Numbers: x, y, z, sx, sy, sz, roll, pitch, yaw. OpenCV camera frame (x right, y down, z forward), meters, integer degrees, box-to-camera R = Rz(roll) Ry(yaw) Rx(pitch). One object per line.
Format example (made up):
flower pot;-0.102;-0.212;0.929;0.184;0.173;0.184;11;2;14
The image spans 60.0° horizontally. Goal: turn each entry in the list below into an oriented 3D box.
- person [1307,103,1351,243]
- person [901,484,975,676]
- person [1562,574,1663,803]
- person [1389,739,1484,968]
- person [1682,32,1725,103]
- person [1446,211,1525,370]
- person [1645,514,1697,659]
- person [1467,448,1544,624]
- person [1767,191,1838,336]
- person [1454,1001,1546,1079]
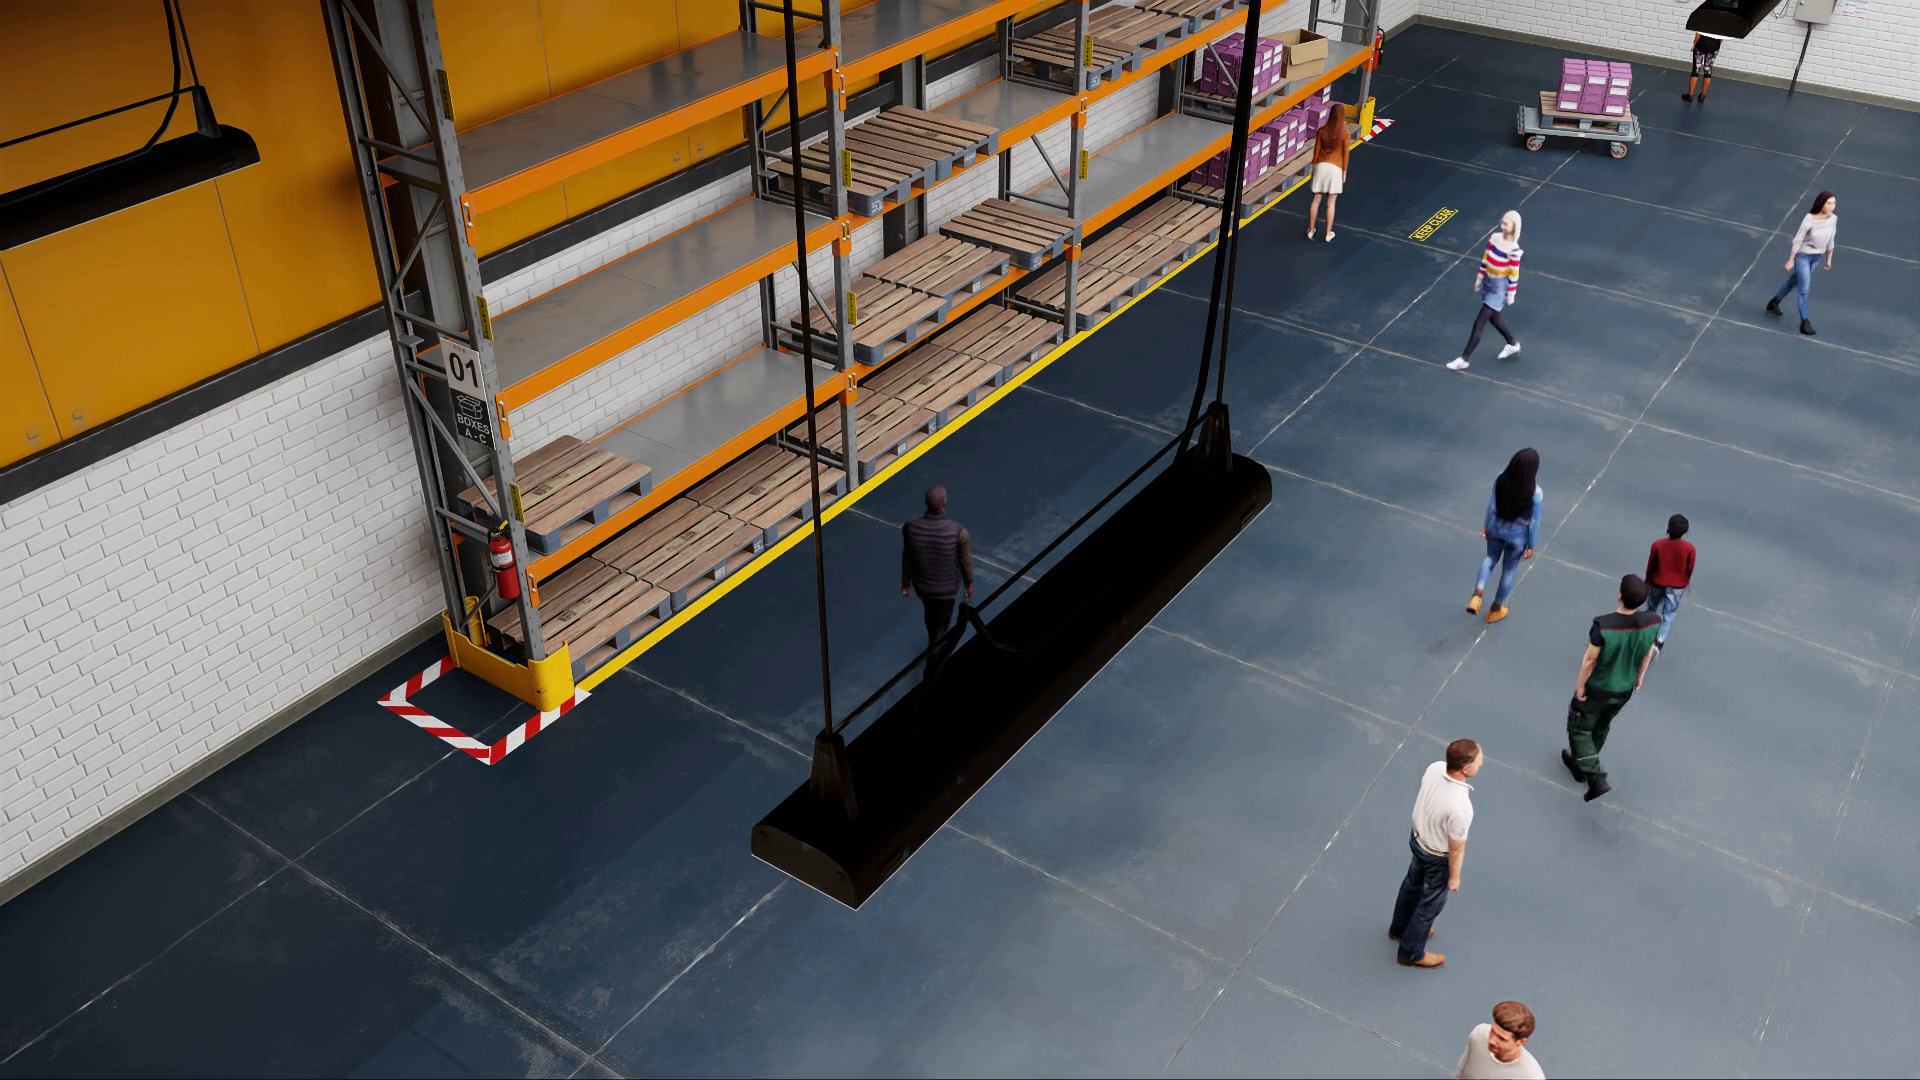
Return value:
person;4.576;-4.576;20.698;0.648;1.716;0.639;12;36;18
person;-0.210;0.430;13.094;0.975;1.796;1.279;9;35;14
person;4.704;1.095;12.015;1.037;1.884;1.105;-5;34;-7
person;3.032;1.995;10.694;0.814;1.846;0.741;-4;34;-5
person;11.271;-7.456;25.080;0.662;1.662;0.675;2;34;2
person;5.798;-2.669;17.783;1.233;1.768;1.118;-9;35;-14
person;5.823;0.373;13.680;0.583;1.243;0.883;16;37;23
person;4.501;0.007;13.820;0.796;1.698;0.696;-28;43;-35
person;9.461;-3.164;18.692;1.067;1.585;1.050;-11;35;-16
person;2.814;3.145;8.913;0.710;1.904;0.730;-20;38;-27
